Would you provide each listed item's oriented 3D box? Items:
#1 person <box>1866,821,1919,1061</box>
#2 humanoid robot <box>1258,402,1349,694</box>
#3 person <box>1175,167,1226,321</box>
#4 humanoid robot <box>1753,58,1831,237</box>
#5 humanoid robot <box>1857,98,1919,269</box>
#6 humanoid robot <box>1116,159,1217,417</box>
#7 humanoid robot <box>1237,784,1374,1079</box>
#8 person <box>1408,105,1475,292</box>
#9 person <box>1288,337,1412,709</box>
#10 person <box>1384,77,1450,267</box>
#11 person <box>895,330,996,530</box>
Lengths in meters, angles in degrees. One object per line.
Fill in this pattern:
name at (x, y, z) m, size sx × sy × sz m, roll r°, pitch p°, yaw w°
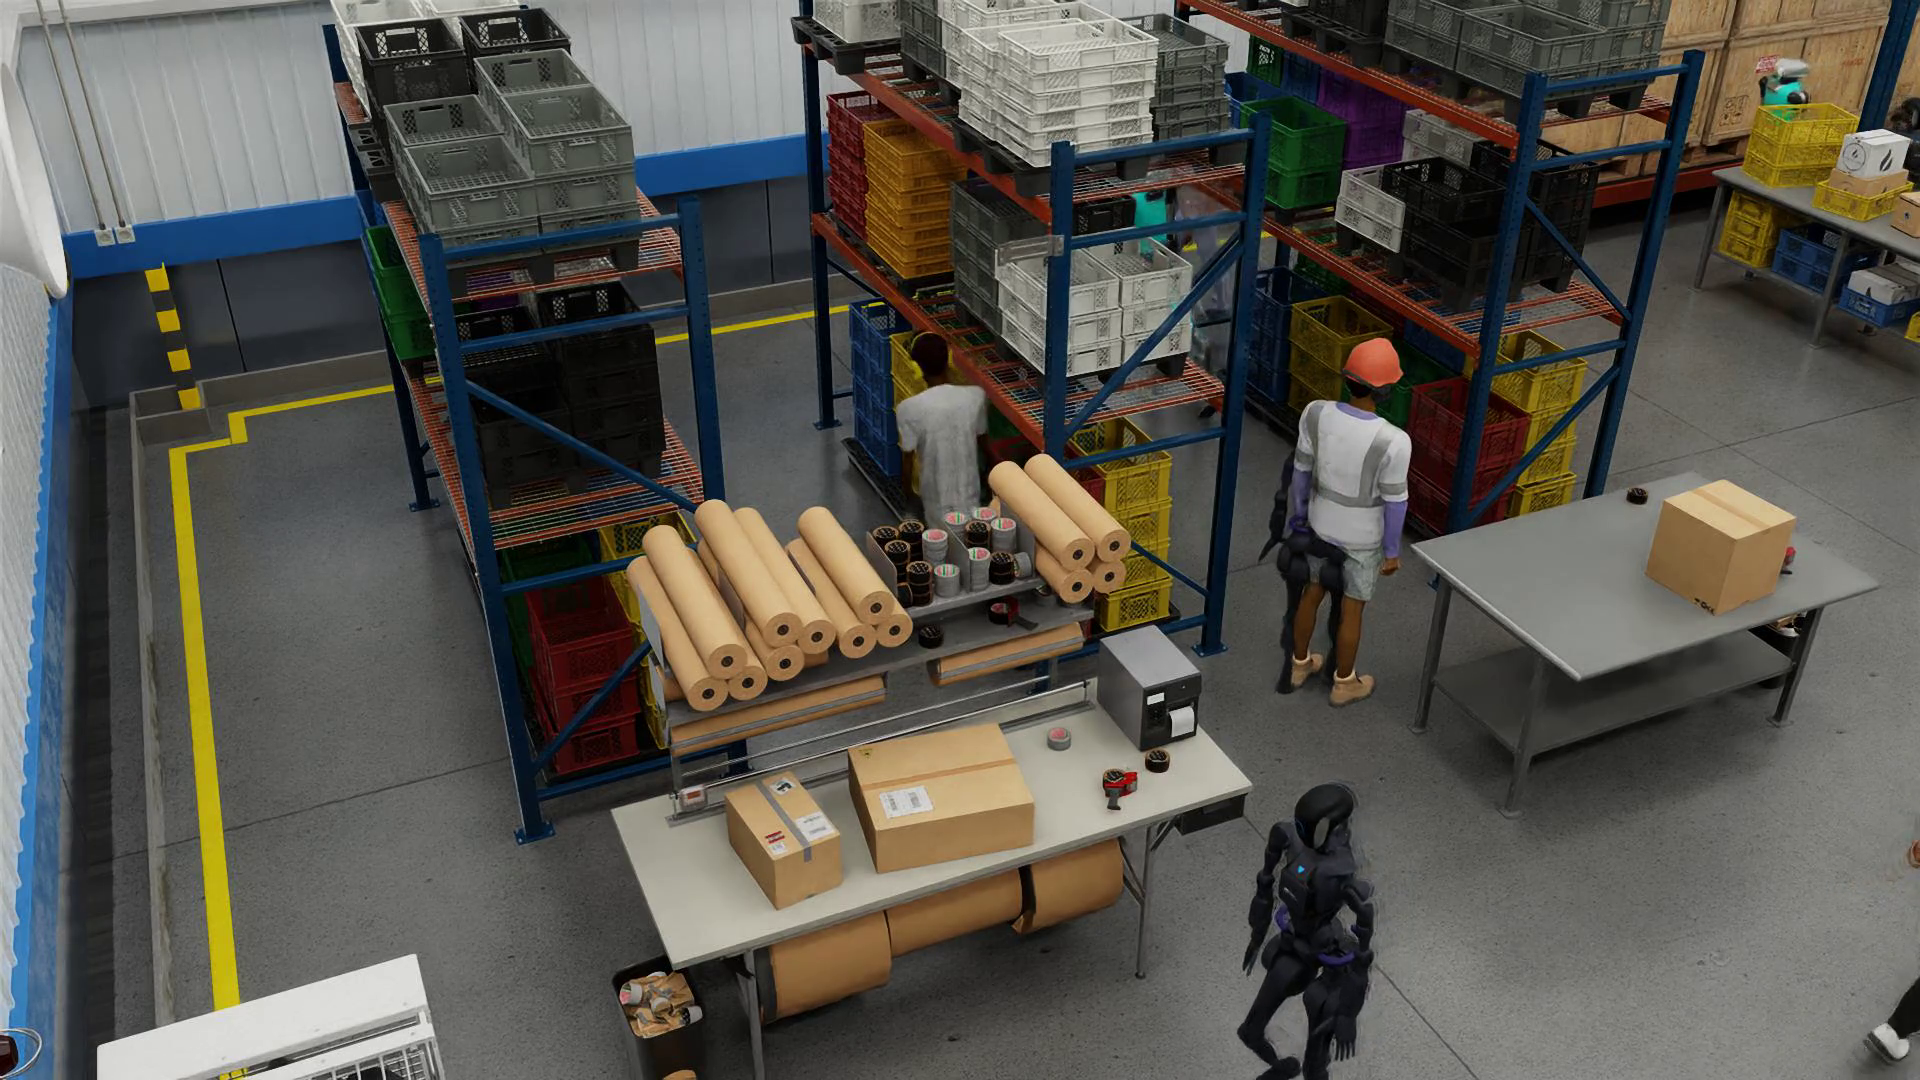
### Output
person at (4.014, 1.250, 6.465) m, size 0.895 × 1.818 × 0.598 m, roll -17°, pitch 35°, yaw -25°
humanoid robot at (1.857, 0.028, 8.585) m, size 0.611 × 1.652 × 0.429 m, roll 12°, pitch 34°, yaw 19°
person at (1.667, -2.417, 12.506) m, size 0.912 × 1.720 × 0.546 m, roll -9°, pitch 33°, yaw -14°
humanoid robot at (6.835, -3.042, 13.515) m, size 0.970 × 1.742 × 0.544 m, roll -5°, pitch 32°, yaw -8°
humanoid robot at (7.198, -2.630, 12.907) m, size 0.615 × 1.646 × 0.370 m, roll -13°, pitch 34°, yaw -20°
humanoid robot at (1.535, -1.638, 11.268) m, size 0.940 × 1.788 × 0.530 m, roll 21°, pitch 37°, yaw 30°
humanoid robot at (1.288, 1.564, 6.089) m, size 0.357 × 1.648 × 0.586 m, roll -20°, pitch 37°, yaw -29°
person at (3.524, -2.257, 12.146) m, size 0.346 × 1.837 × 0.500 m, roll -26°, pitch 40°, yaw -35°
person at (1.963, -0.077, 8.405) m, size 0.614 × 2.041 × 0.374 m, roll 25°, pitch 40°, yaw 35°
person at (3.627, -2.718, 12.905) m, size 0.979 × 1.816 × 0.537 m, roll -1°, pitch 32°, yaw -2°
person at (-0.046, -0.211, 8.828) m, size 0.573 × 1.832 × 0.741 m, roll -4°, pitch 32°, yaw -6°
